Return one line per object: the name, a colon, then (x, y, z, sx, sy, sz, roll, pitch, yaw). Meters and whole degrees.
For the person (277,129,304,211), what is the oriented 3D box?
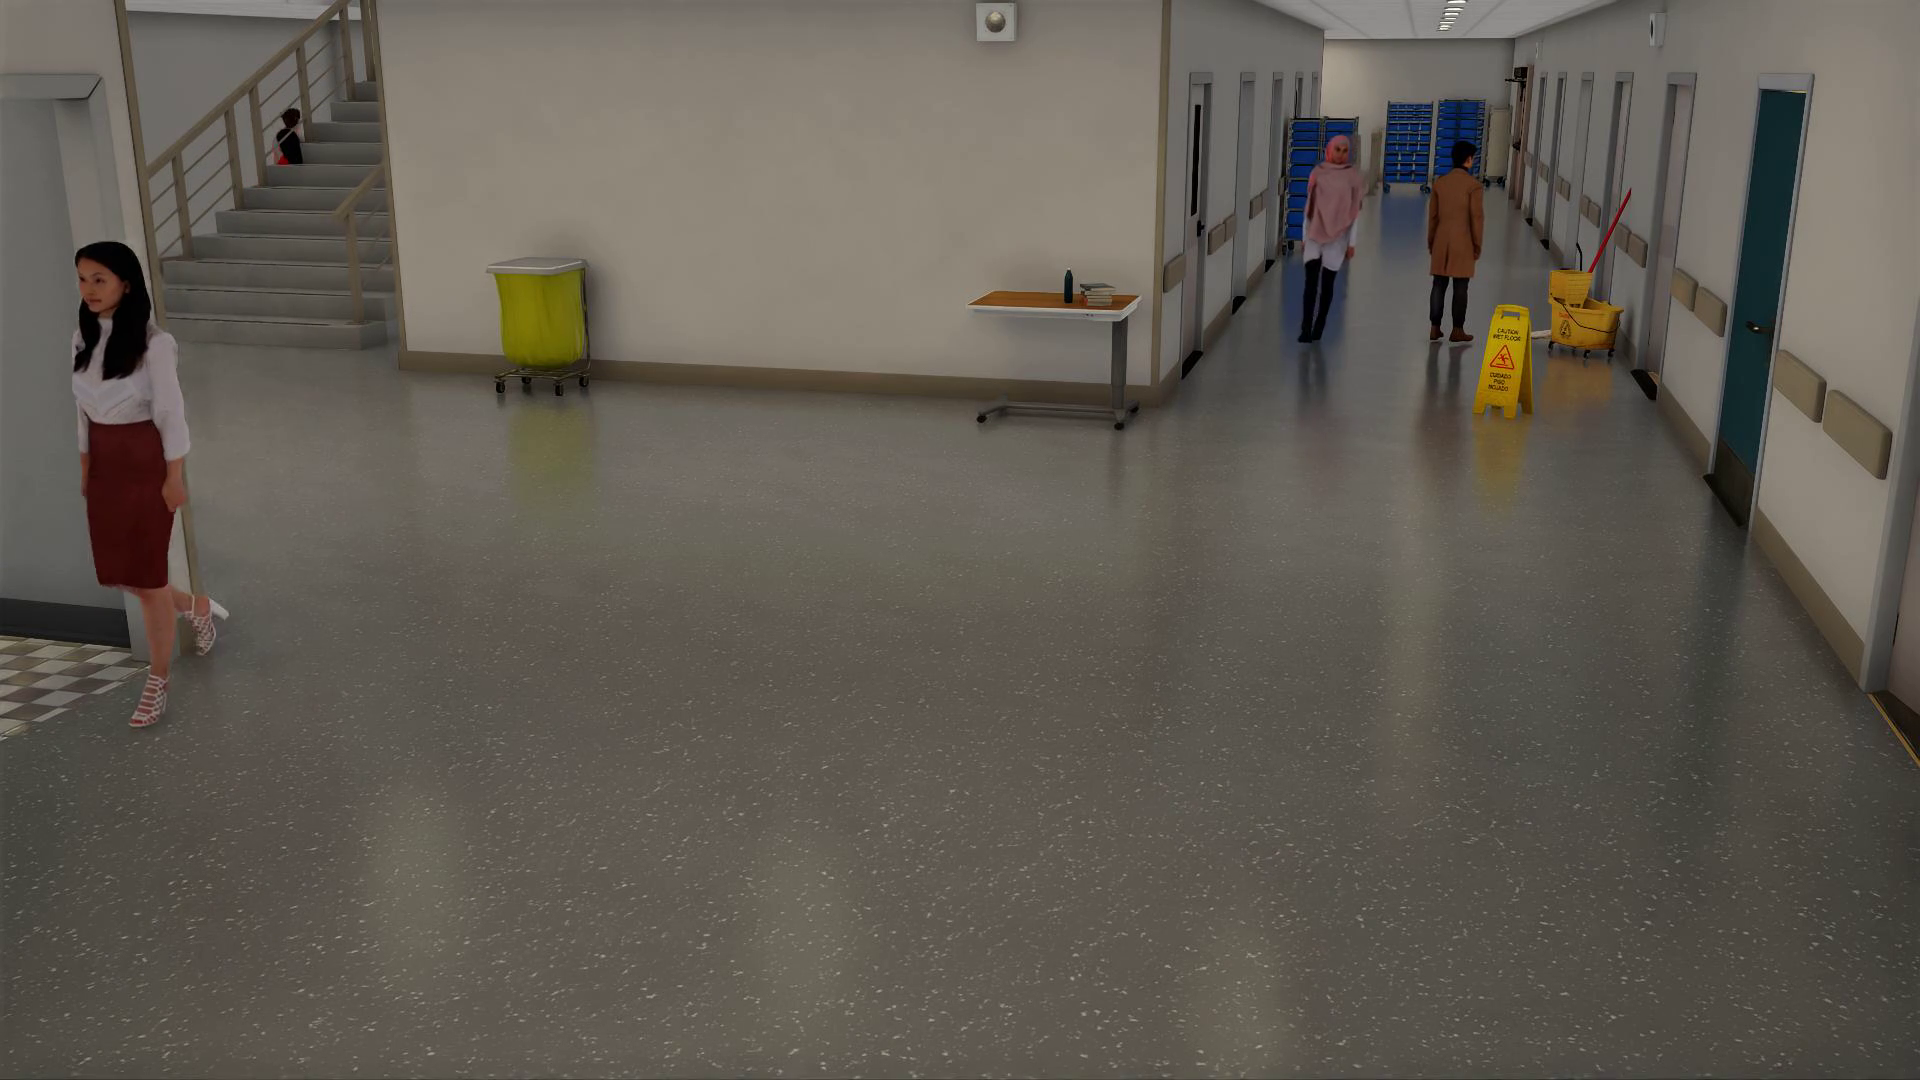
person: (-6.909, -3.384, 17.311, 0.692, 1.749, 0.569, 2, 16, 9)

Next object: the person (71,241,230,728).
person: (-2.958, -0.206, 6.057, 0.624, 1.739, 0.795, 5, 16, 17)

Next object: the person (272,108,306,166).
person: (-8.083, -4.256, 20.169, 0.888, 1.877, 1.135, -1, 16, -3)

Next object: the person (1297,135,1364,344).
person: (3.211, -2.594, 14.471, 0.699, 1.770, 0.936, 6, 17, 20)

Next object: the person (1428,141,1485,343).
person: (4.312, -2.608, 14.527, 0.746, 1.724, 0.762, 13, 20, 39)
